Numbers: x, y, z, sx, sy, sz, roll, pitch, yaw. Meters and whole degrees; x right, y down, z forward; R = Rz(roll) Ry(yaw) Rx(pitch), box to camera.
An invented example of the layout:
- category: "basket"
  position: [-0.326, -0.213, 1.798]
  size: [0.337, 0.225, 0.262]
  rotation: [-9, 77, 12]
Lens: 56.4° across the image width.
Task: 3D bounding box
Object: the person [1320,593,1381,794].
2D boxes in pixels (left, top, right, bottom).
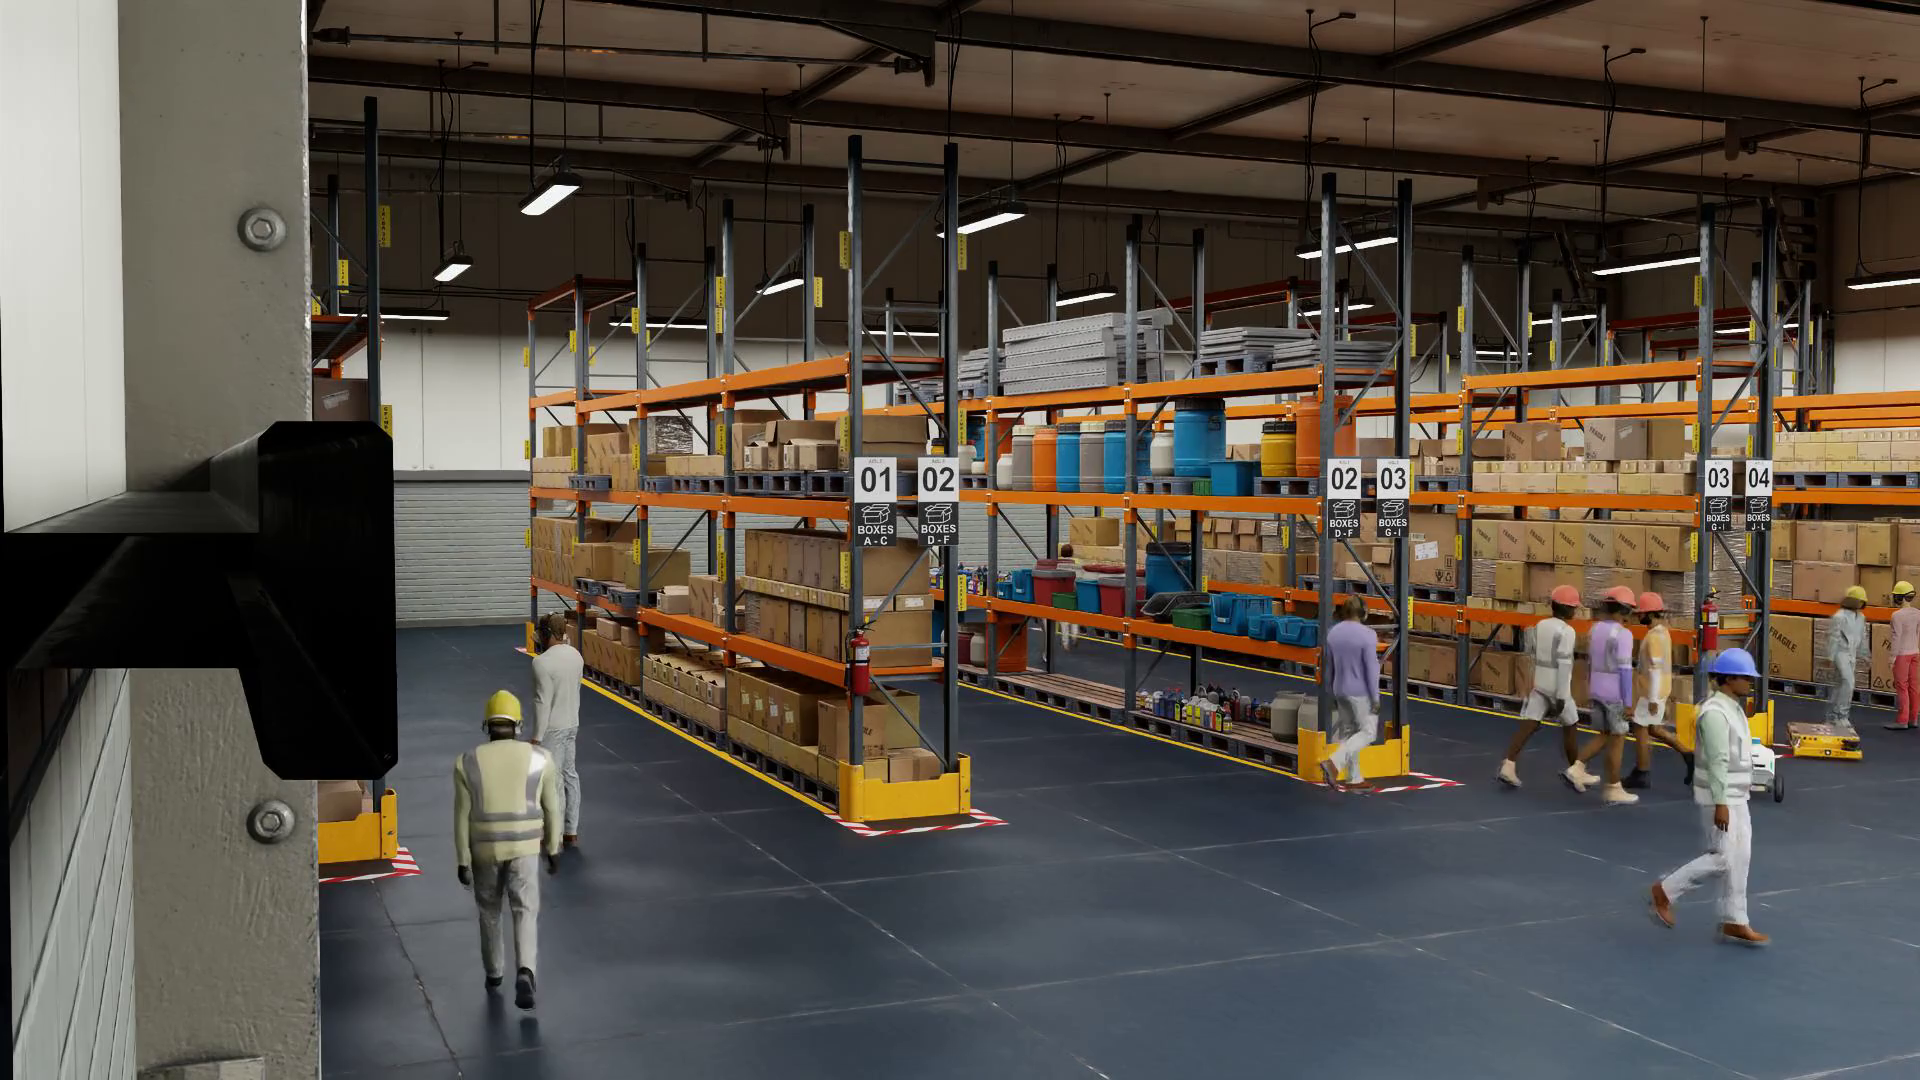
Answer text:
- category: "person"
  position: [3.687, 1.462, 16.967]
  size: [0.654, 1.924, 0.643]
  rotation: [-1, 2, -27]

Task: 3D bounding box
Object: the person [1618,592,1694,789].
- category: "person"
  position: [6.760, 1.456, 17.288]
  size: [0.746, 1.910, 0.574]
  rotation: [1, 3, 29]

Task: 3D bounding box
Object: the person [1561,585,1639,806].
- category: "person"
  position: [5.965, 1.430, 16.520]
  size: [0.605, 2.022, 0.636]
  rotation: [0, 2, -8]

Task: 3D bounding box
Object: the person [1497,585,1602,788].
- category: "person"
  position: [5.692, 1.423, 17.358]
  size: [1.077, 1.994, 0.631]
  rotation: [-1, 2, -18]

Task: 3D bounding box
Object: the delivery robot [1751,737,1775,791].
- category: "delivery robot"
  position: [7.515, 2.110, 16.937]
  size: [0.477, 0.478, 0.707]
  rotation: [1, 2, 24]

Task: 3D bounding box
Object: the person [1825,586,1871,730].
- category: "person"
  position: [10.566, 1.397, 21.323]
  size: [0.509, 1.700, 0.598]
  rotation: [-1, 3, -30]

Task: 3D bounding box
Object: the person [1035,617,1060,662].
- category: "person"
  position: [1.405, 1.172, 28.493]
  size: [0.517, 1.612, 0.732]
  rotation: [-1, 2, -23]

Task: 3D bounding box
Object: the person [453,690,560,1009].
- category: "person"
  position: [-2.614, 1.776, 10.352]
  size: [0.600, 1.805, 0.840]
  rotation: [-1, 2, -17]

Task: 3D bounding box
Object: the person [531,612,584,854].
- category: "person"
  position: [-3.281, 1.548, 14.495]
  size: [0.372, 1.940, 0.630]
  rotation: [1, 2, 16]

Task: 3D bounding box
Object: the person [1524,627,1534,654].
- category: "person"
  position: [8.417, 1.249, 26.204]
  size: [0.505, 1.633, 0.279]
  rotation: [-1, 2, -28]

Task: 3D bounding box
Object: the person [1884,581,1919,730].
- category: "person"
  position: [11.212, 1.372, 21.295]
  size: [0.524, 1.769, 0.309]
  rotation: [-1, 3, -34]

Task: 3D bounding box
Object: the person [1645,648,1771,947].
- category: "person"
  position: [4.905, 1.659, 11.674]
  size: [0.658, 1.930, 0.615]
  rotation: [2, 3, 39]

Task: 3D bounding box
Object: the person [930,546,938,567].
- category: "person"
  position: [-0.512, 0.753, 34.667]
  size: [0.407, 1.986, 0.618]
  rotation: [2, 3, 38]

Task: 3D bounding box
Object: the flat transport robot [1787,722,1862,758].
- category: "flat transport robot"
  position: [9.490, 2.190, 19.700]
  size: [0.652, 0.197, 1.431]
  rotation: [1, 2, 22]

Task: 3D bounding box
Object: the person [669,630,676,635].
- category: "person"
  position: [-4.897, 1.130, 29.788]
  size: [0.505, 1.603, 0.746]
  rotation: [-1, 3, -31]

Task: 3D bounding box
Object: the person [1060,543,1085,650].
- category: "person"
  position: [1.834, 0.974, 30.825]
  size: [0.653, 1.829, 0.521]
  rotation: [-1, 2, -15]
